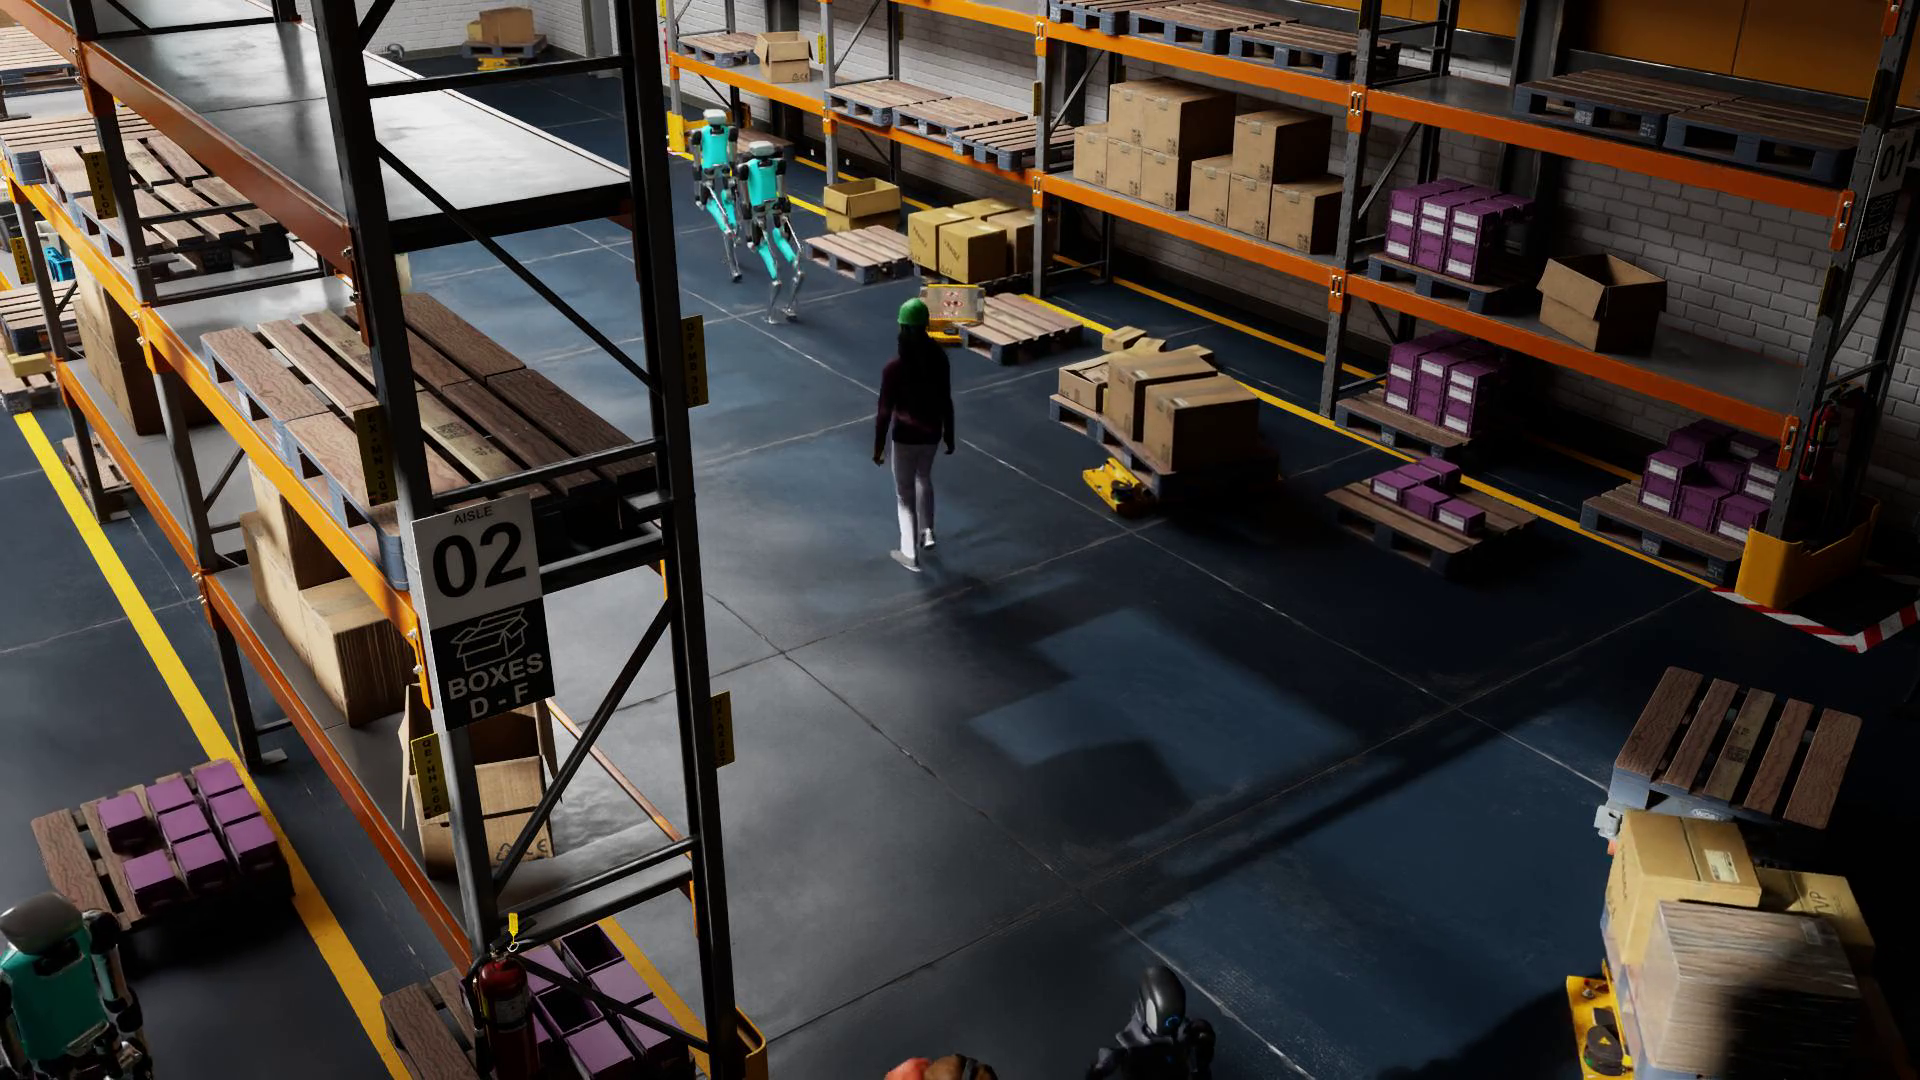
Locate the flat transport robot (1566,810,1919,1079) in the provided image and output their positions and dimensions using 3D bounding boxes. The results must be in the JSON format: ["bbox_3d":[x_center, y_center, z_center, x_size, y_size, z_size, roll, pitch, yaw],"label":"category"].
[{"bbox_3d":[3.527,2.259,7.495,1.431,0.231,0.659,5,27,10],"label":"flat transport robot"}]

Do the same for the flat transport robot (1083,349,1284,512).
[{"bbox_3d":[1.746,-0.519,13.020,1.431,0.231,0.659,-9,28,-17],"label":"flat transport robot"}]

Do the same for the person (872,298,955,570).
[{"bbox_3d":[-0.325,-0.729,11.592,0.608,1.923,0.474,-13,29,-24],"label":"person"}]

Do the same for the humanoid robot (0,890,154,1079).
[{"bbox_3d":[-3.082,2.147,6.143,0.659,1.854,0.542,13,30,25],"label":"humanoid robot"}]

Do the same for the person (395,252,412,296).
[{"bbox_3d":[-5.029,-2.099,14.568,0.824,1.699,0.572,5,27,10],"label":"person"}]

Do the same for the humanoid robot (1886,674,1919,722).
[{"bbox_3d":[5.940,0.411,9.632,0.711,1.631,0.602,15,30,27],"label":"humanoid robot"}]

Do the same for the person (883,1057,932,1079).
[{"bbox_3d":[-0.177,2.505,5.413,0.342,1.709,0.740,-1,27,-2],"label":"person"}]

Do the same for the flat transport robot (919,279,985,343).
[{"bbox_3d":[-0.085,-2.265,16.493,0.659,0.231,1.431,1,27,1],"label":"flat transport robot"}]

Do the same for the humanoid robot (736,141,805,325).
[{"bbox_3d":[-1.777,-2.976,16.214,0.538,1.724,0.751,-19,32,-33],"label":"humanoid robot"}]

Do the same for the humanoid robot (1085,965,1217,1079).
[{"bbox_3d":[0.679,2.244,5.963,0.615,1.638,0.586,-13,29,-24],"label":"humanoid robot"}]

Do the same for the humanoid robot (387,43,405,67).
[{"bbox_3d":[-7.207,-5.580,21.523,0.491,1.640,0.609,-15,30,-27],"label":"humanoid robot"}]

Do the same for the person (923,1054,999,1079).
[{"bbox_3d":[0.000,2.401,5.457,0.429,1.846,0.630,13,30,25],"label":"person"}]

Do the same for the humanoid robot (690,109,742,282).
[{"bbox_3d":[-2.476,-3.610,17.641,0.542,1.815,1.029,-15,30,-27],"label":"humanoid robot"}]

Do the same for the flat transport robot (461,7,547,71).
[{"bbox_3d":[-7.703,-8.192,28.281,0.659,0.231,1.431,0,27,1],"label":"flat transport robot"}]
